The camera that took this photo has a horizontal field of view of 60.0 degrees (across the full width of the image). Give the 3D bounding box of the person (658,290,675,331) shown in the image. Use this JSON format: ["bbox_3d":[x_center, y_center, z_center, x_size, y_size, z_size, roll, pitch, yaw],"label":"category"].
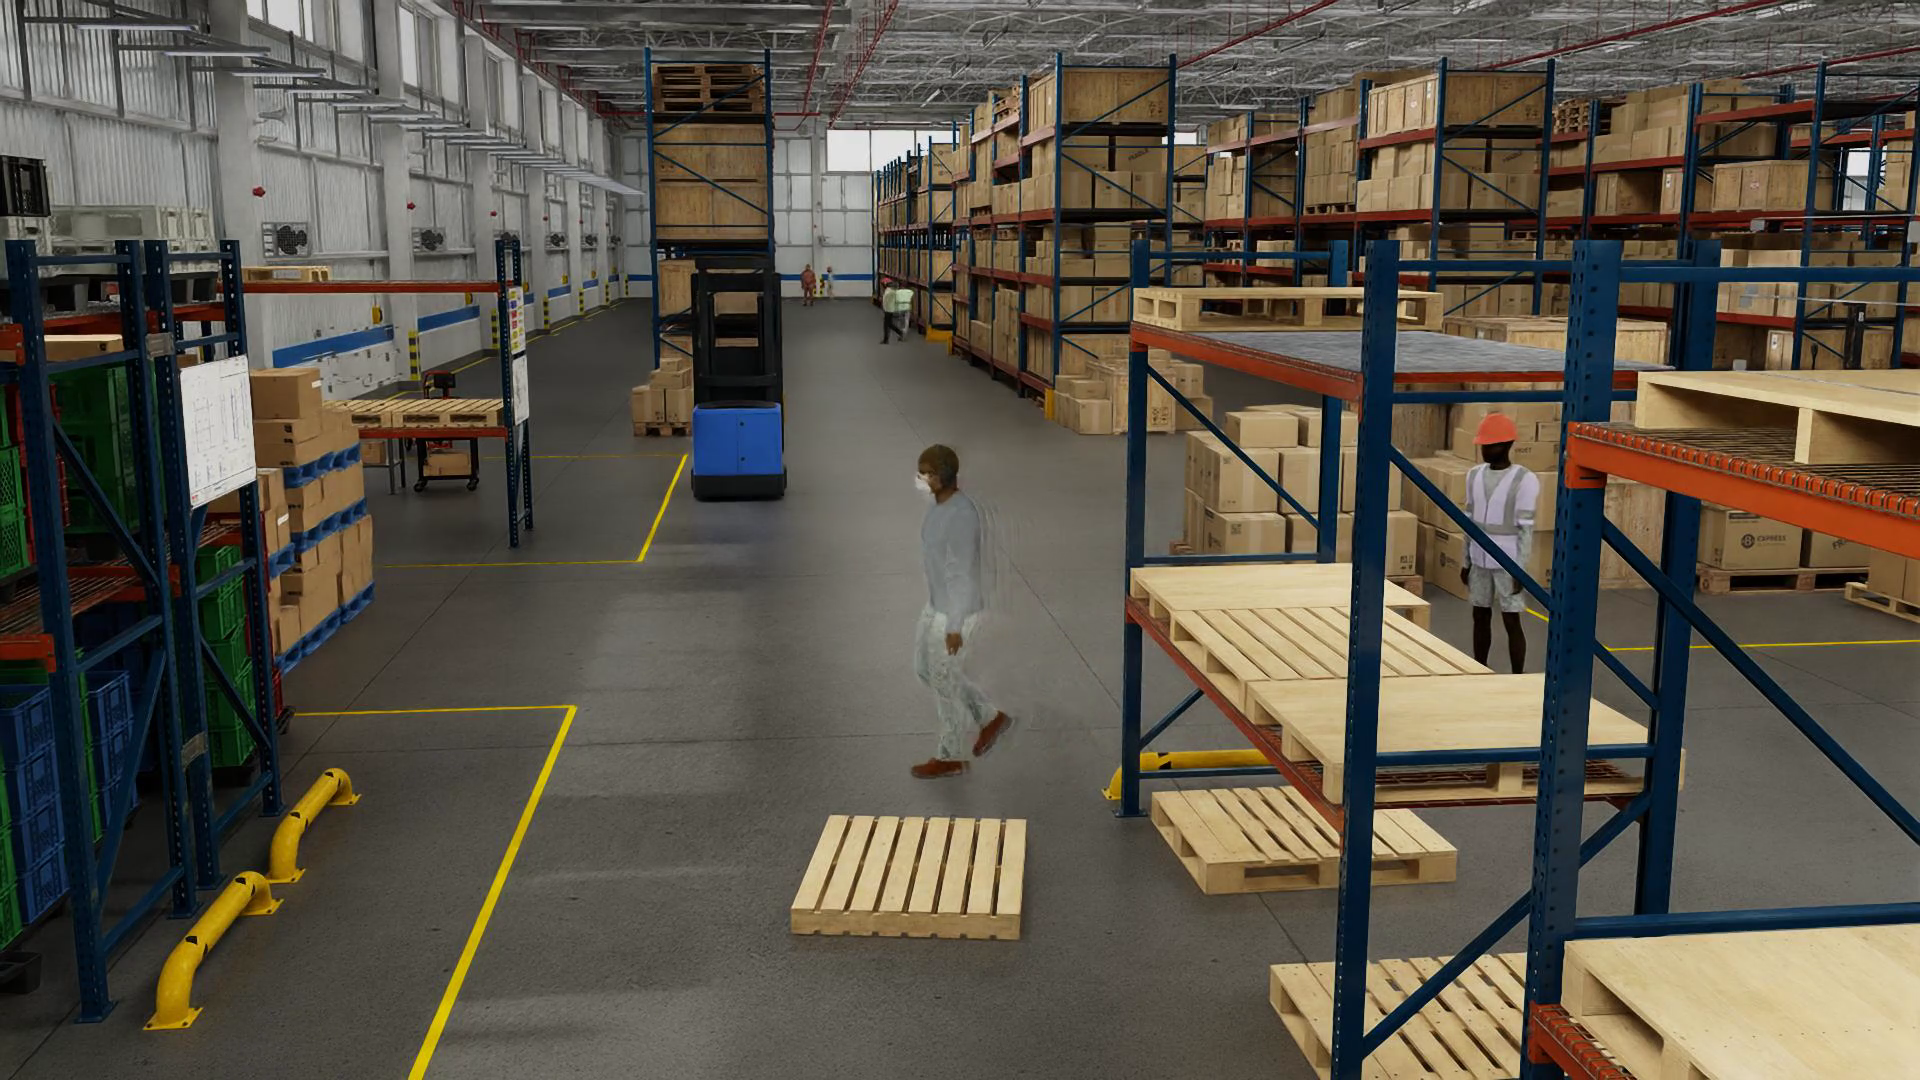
[{"bbox_3d":[-8.561,-6.655,48.527,0.639,1.902,0.407,-5,11,-27],"label":"person"}]

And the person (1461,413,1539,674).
[{"bbox_3d":[3.480,0.134,10.857,0.395,1.928,0.538,-7,13,-35],"label":"person"}]

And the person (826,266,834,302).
[{"bbox_3d":[-6.417,-12.561,81.701,0.479,1.733,0.597,-2,10,-9],"label":"person"}]

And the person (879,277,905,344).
[{"bbox_3d":[-1.992,-6.693,48.534,0.737,1.972,0.630,-2,10,-11],"label":"person"}]

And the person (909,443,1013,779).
[{"bbox_3d":[-0.008,0.402,9.373,0.515,1.920,0.657,-2,10,-13],"label":"person"}]

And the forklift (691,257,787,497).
[{"bbox_3d":[-2.681,-2.005,20.045,1.129,2.768,1.873,-1,10,-6],"label":"forklift"}]

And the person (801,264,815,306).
[{"bbox_3d":[-7.032,-11.799,77.012,0.651,1.906,0.404,0,10,0],"label":"person"}]

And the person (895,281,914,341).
[{"bbox_3d":[-1.682,-6.902,50.113,0.595,1.809,0.854,-1,10,-8],"label":"person"}]

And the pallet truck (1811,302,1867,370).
[{"bbox_3d":[15.846,-3.142,28.793,1.885,1.965,0.823,2,10,12],"label":"pallet truck"}]
